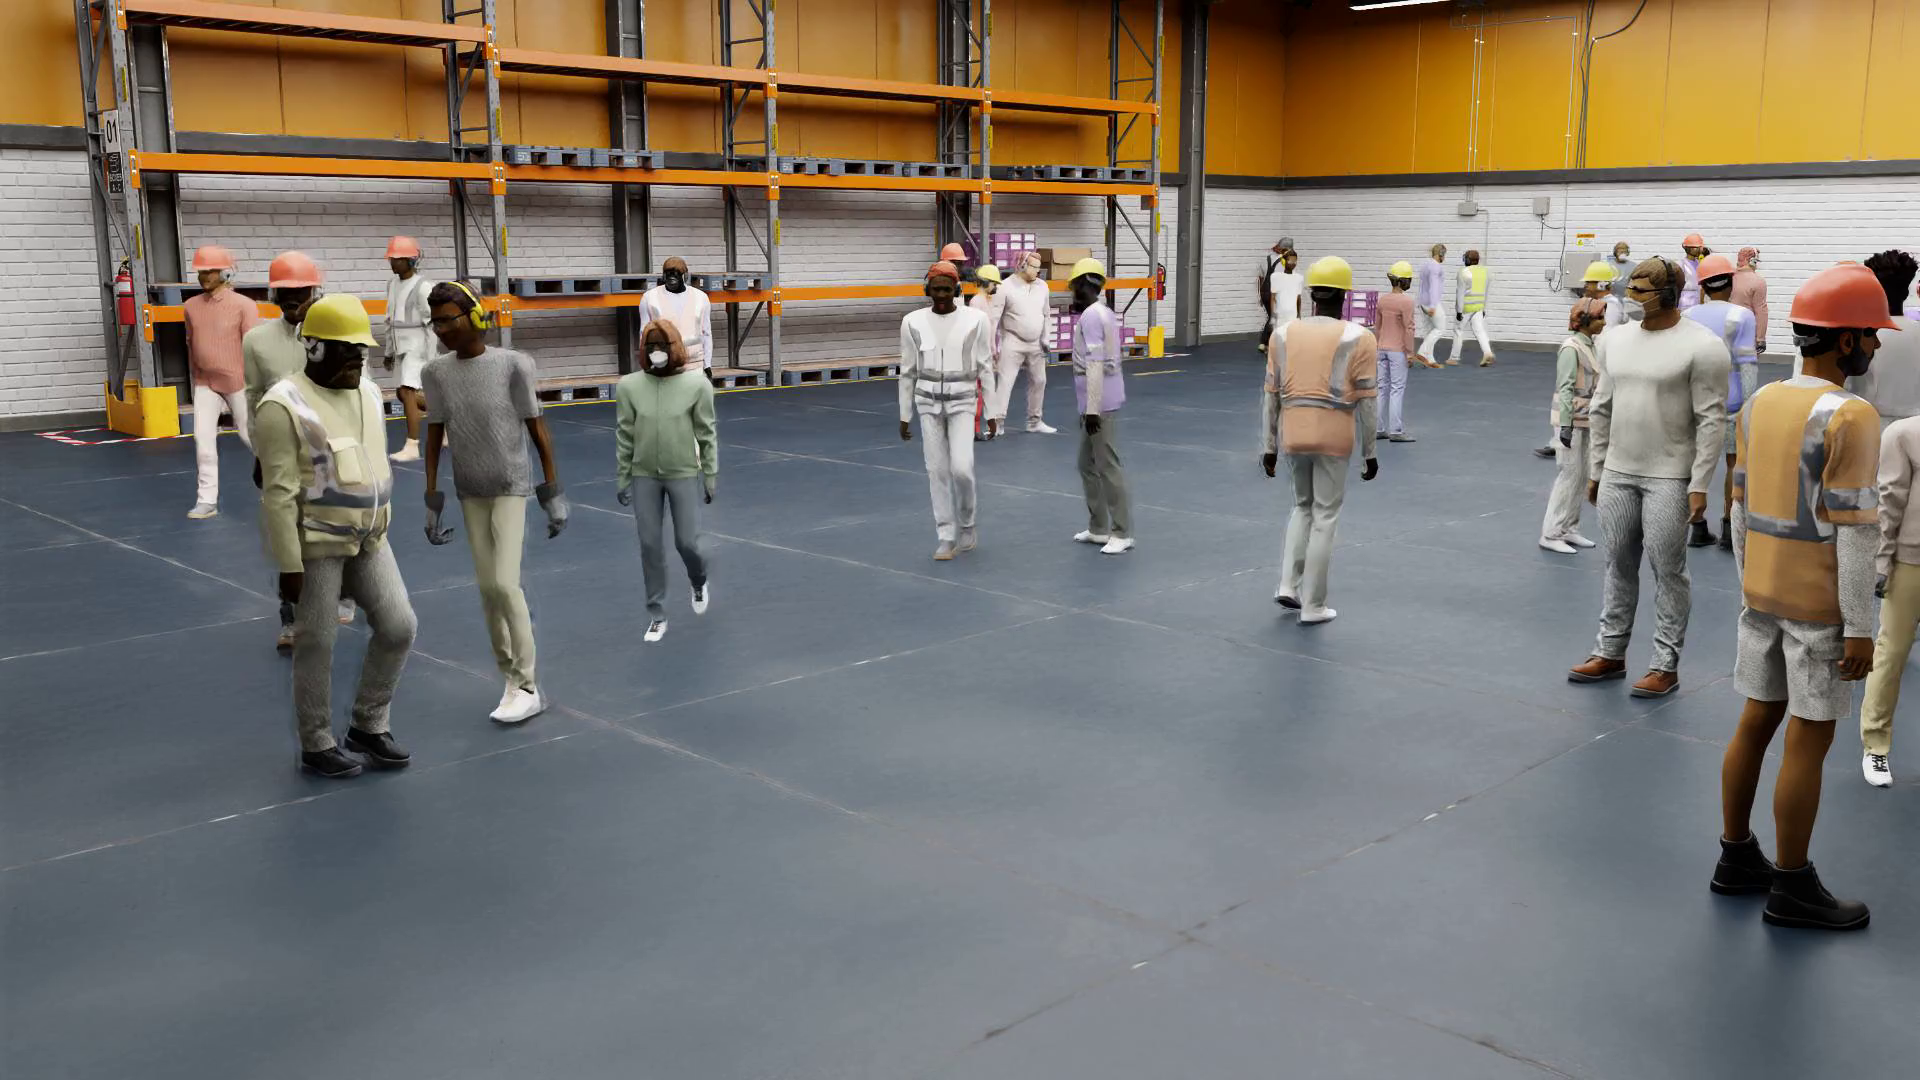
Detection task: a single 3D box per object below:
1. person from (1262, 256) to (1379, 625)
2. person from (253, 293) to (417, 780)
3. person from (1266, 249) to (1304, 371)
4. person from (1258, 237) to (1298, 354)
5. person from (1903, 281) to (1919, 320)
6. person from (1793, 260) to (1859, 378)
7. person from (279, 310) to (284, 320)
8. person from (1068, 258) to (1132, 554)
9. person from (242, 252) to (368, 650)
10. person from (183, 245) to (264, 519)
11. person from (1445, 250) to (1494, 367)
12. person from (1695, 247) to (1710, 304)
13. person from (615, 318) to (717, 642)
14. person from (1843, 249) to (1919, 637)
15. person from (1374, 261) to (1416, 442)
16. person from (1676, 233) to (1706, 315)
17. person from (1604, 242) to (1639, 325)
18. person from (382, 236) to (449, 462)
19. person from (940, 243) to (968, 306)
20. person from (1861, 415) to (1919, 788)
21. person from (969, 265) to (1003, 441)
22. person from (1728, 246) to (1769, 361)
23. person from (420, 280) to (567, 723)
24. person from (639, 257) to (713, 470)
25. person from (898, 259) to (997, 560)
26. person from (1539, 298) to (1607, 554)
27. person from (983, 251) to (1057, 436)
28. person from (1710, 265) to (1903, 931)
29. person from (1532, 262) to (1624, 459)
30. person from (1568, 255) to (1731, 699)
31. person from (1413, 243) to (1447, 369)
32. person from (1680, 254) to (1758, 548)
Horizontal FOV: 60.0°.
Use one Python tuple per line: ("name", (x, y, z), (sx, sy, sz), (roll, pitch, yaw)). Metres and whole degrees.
("person", (1.884, -0.513, 8.682), (0.594, 1.912, 0.473), (9, 14, 40))
("person", (-2.276, 0.005, 6.148), (0.539, 1.806, 0.629), (5, 11, 23))
("person", (4.448, -3.069, 22.857), (0.515, 1.839, 0.866), (-1, 10, -7))
("person", (5.356, -4.088, 27.835), (0.542, 2.000, 0.710), (-8, 13, -37))
("person", (6.682, -0.966, 11.463), (0.572, 1.814, 0.870), (5, 12, 27))
("person", (6.554, -1.158, 12.404), (0.958, 1.848, 0.589), (-8, 13, -36))
("person", (-6.217, -1.648, 15.626), (0.517, 1.641, 0.308), (9, 14, 41))
("person", (0.910, -0.867, 10.748), (0.453, 1.877, 0.693), (1, 10, 8))
("person", (-3.256, -0.461, 8.341), (0.637, 1.940, 1.014), (-2, 11, -9))
("person", (-5.342, -1.177, 12.195), (0.624, 1.962, 0.963), (2, 11, 11))
("person", (7.947, -3.589, 25.767), (0.636, 1.809, 0.906), (-4, 11, -22))
("person", (11.093, -3.461, 24.946), (0.577, 1.841, 0.533), (10, 14, 44))
("person", (-1.470, -0.312, 8.414), (0.504, 1.622, 0.470), (1, 10, 4))
("person", (4.433, -0.418, 8.042), (0.629, 1.955, 0.427), (0, 10, 0))
("person", (4.289, -1.848, 16.372), (0.331, 1.768, 0.526), (-5, 11, -24))
("person", (10.550, -3.401, 24.082), (0.611, 2.043, 0.374), (-8, 13, -36))
("person", (10.008, -3.559, 25.279), (0.659, 1.910, 0.607), (0, 10, 1))
("person", (-4.896, -1.731, 15.045), (0.623, 2.020, 0.754), (9, 14, 41))
("person", (-0.091, -2.205, 17.848), (0.378, 1.938, 0.547), (4, 11, 20))
("person", (3.588, 0.103, 6.091), (0.497, 1.633, 0.279), (1, 10, 4))
("person", (0.204, -1.812, 16.253), (0.412, 1.736, 0.557), (2, 11, 11))
("person", (8.386, -2.183, 17.833), (0.407, 1.902, 0.639), (-5, 11, -25))
("person", (-1.985, -0.150, 6.936), (0.596, 1.835, 0.664), (2, 11, 11))
("person", (-2.424, -1.500, 14.280), (0.625, 1.840, 0.430), (-4, 11, -19))
("person", (-0.084, -0.793, 10.320), (0.624, 1.870, 0.408), (2, 11, 12))
("person", (3.949, -0.735, 10.685), (0.315, 1.626, 0.532), (8, 13, 37))
("person", (0.582, -1.970, 16.803), (0.901, 1.872, 0.395), (-7, 13, -34))
("person", (2.501, 0.171, 4.893), (0.356, 1.937, 0.552), (-2, 11, -9))
("person", (5.709, -1.582, 14.873), (0.930, 1.792, 0.585), (0, 10, 1))
("person", (3.039, -0.275, 7.332), (0.372, 1.936, 0.629), (-6, 12, -31))
("person", (7.206, -3.539, 25.239), (0.463, 1.902, 0.671), (1, 10, 4))
("person", (4.913, -0.901, 10.842), (0.462, 1.901, 0.588), (-8, 13, -36))
